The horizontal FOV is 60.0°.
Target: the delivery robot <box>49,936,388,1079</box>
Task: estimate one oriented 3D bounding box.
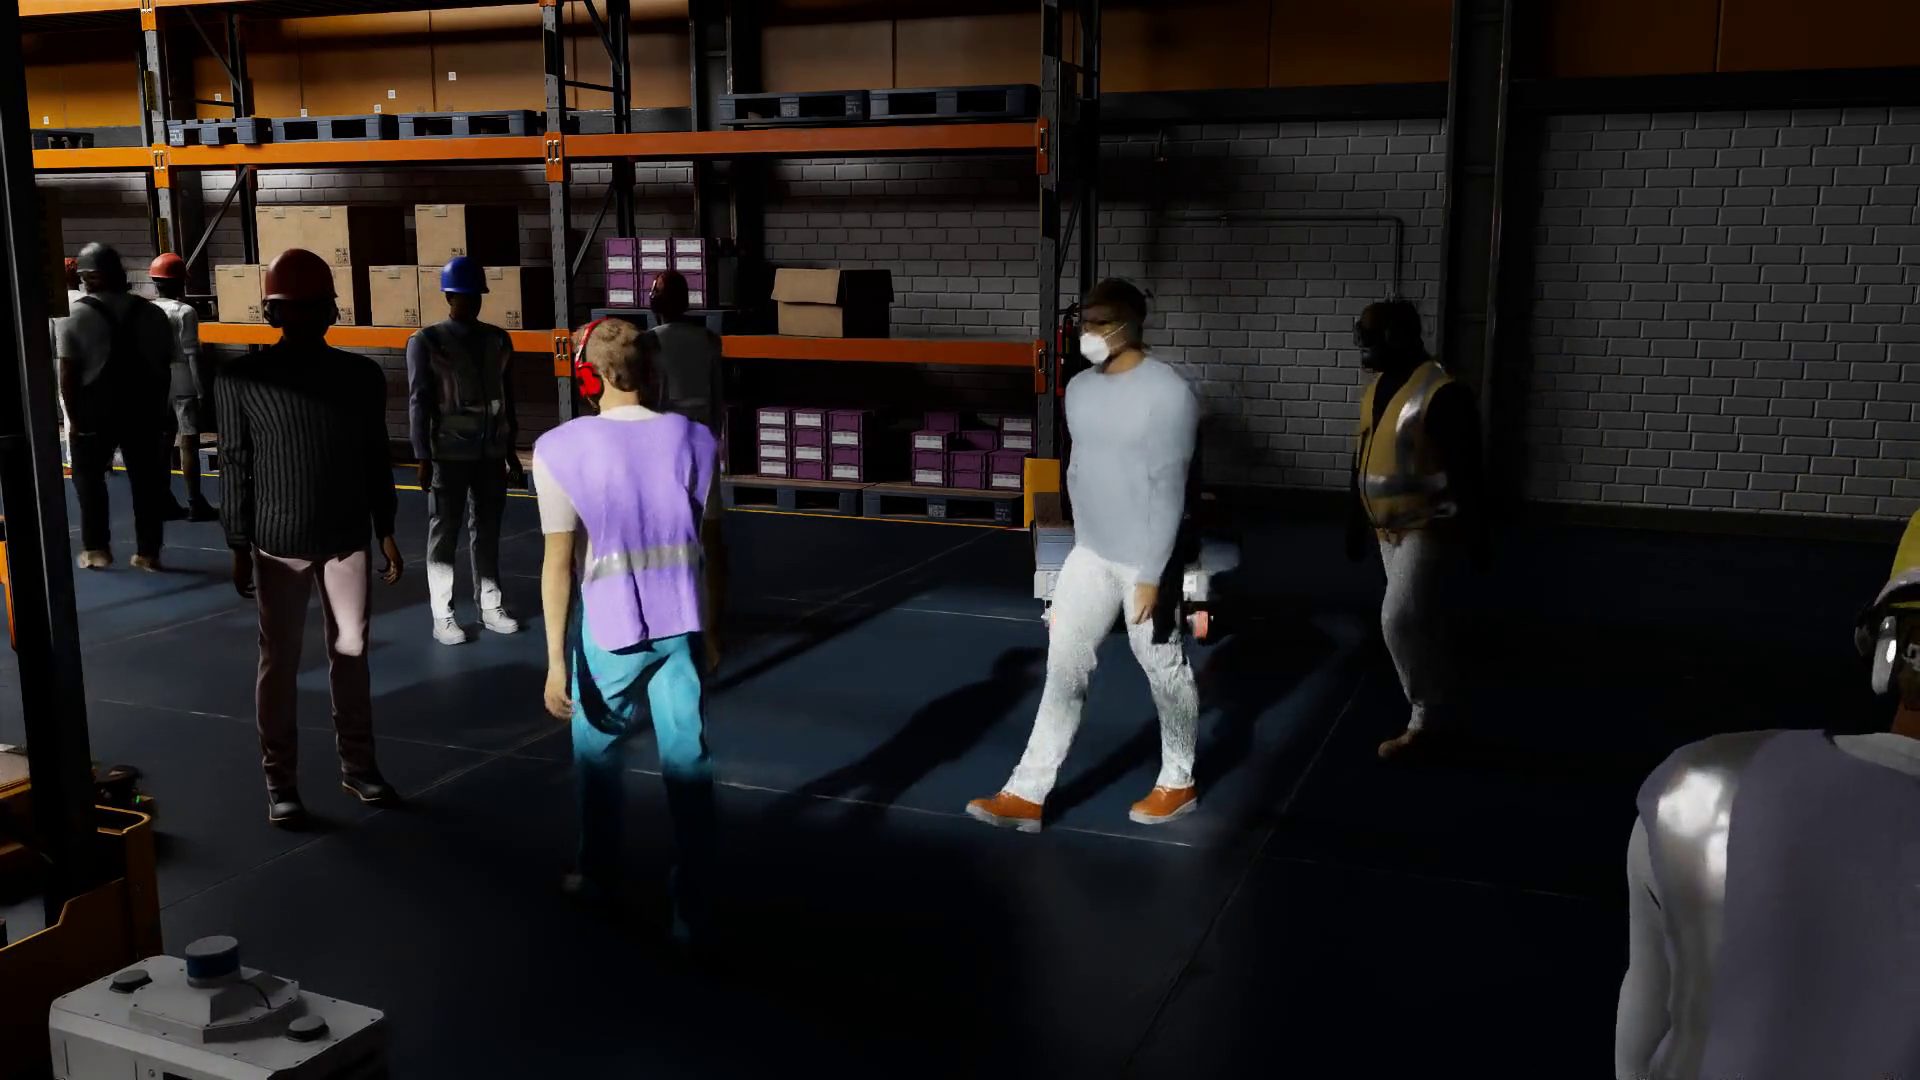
[{"bbox_3d":[-1.561,1.081,3.514,0.707,0.478,0.477,5,11,25],"label":"delivery robot"}]

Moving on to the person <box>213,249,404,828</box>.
[{"bbox_3d":[-2.266,-0.010,5.844,0.610,1.996,0.379,-9,13,-40],"label":"person"}]

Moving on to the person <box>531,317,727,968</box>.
[{"bbox_3d":[-0.959,0.269,4.787,0.603,1.803,0.843,-7,12,-34],"label":"person"}]

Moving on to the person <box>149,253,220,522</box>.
[{"bbox_3d":[-5.662,-1.094,12.037,0.543,1.939,0.360,3,11,17],"label":"person"}]

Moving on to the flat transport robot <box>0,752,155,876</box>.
[{"bbox_3d":[-3.563,0.878,5.699,1.431,0.197,0.652,4,11,22],"label":"flat transport robot"}]

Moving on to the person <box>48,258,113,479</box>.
[{"bbox_3d":[-7.550,-1.463,14.253,0.351,1.882,0.581,10,14,43],"label":"person"}]

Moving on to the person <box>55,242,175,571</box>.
[{"bbox_3d":[-5.211,-0.824,10.250,0.663,2.000,0.696,10,14,43],"label":"person"}]

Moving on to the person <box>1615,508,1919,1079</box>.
[{"bbox_3d":[0.932,0.827,1.708,0.496,1.809,0.670,-8,13,-38],"label":"person"}]

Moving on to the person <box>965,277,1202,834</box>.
[{"bbox_3d":[0.476,0.083,5.583,0.977,1.890,0.654,-8,13,-37],"label":"person"}]

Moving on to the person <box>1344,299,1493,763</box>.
[{"bbox_3d":[1.798,-0.035,6.517,0.569,1.803,0.644,-2,10,-12],"label":"person"}]

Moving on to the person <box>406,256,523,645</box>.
[{"bbox_3d":[-2.493,-0.455,8.450,0.405,1.946,0.610,8,13,39],"label":"person"}]

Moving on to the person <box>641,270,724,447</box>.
[{"bbox_3d":[-1.515,-0.491,8.871,0.583,1.878,0.356,-8,13,-38],"label":"person"}]
